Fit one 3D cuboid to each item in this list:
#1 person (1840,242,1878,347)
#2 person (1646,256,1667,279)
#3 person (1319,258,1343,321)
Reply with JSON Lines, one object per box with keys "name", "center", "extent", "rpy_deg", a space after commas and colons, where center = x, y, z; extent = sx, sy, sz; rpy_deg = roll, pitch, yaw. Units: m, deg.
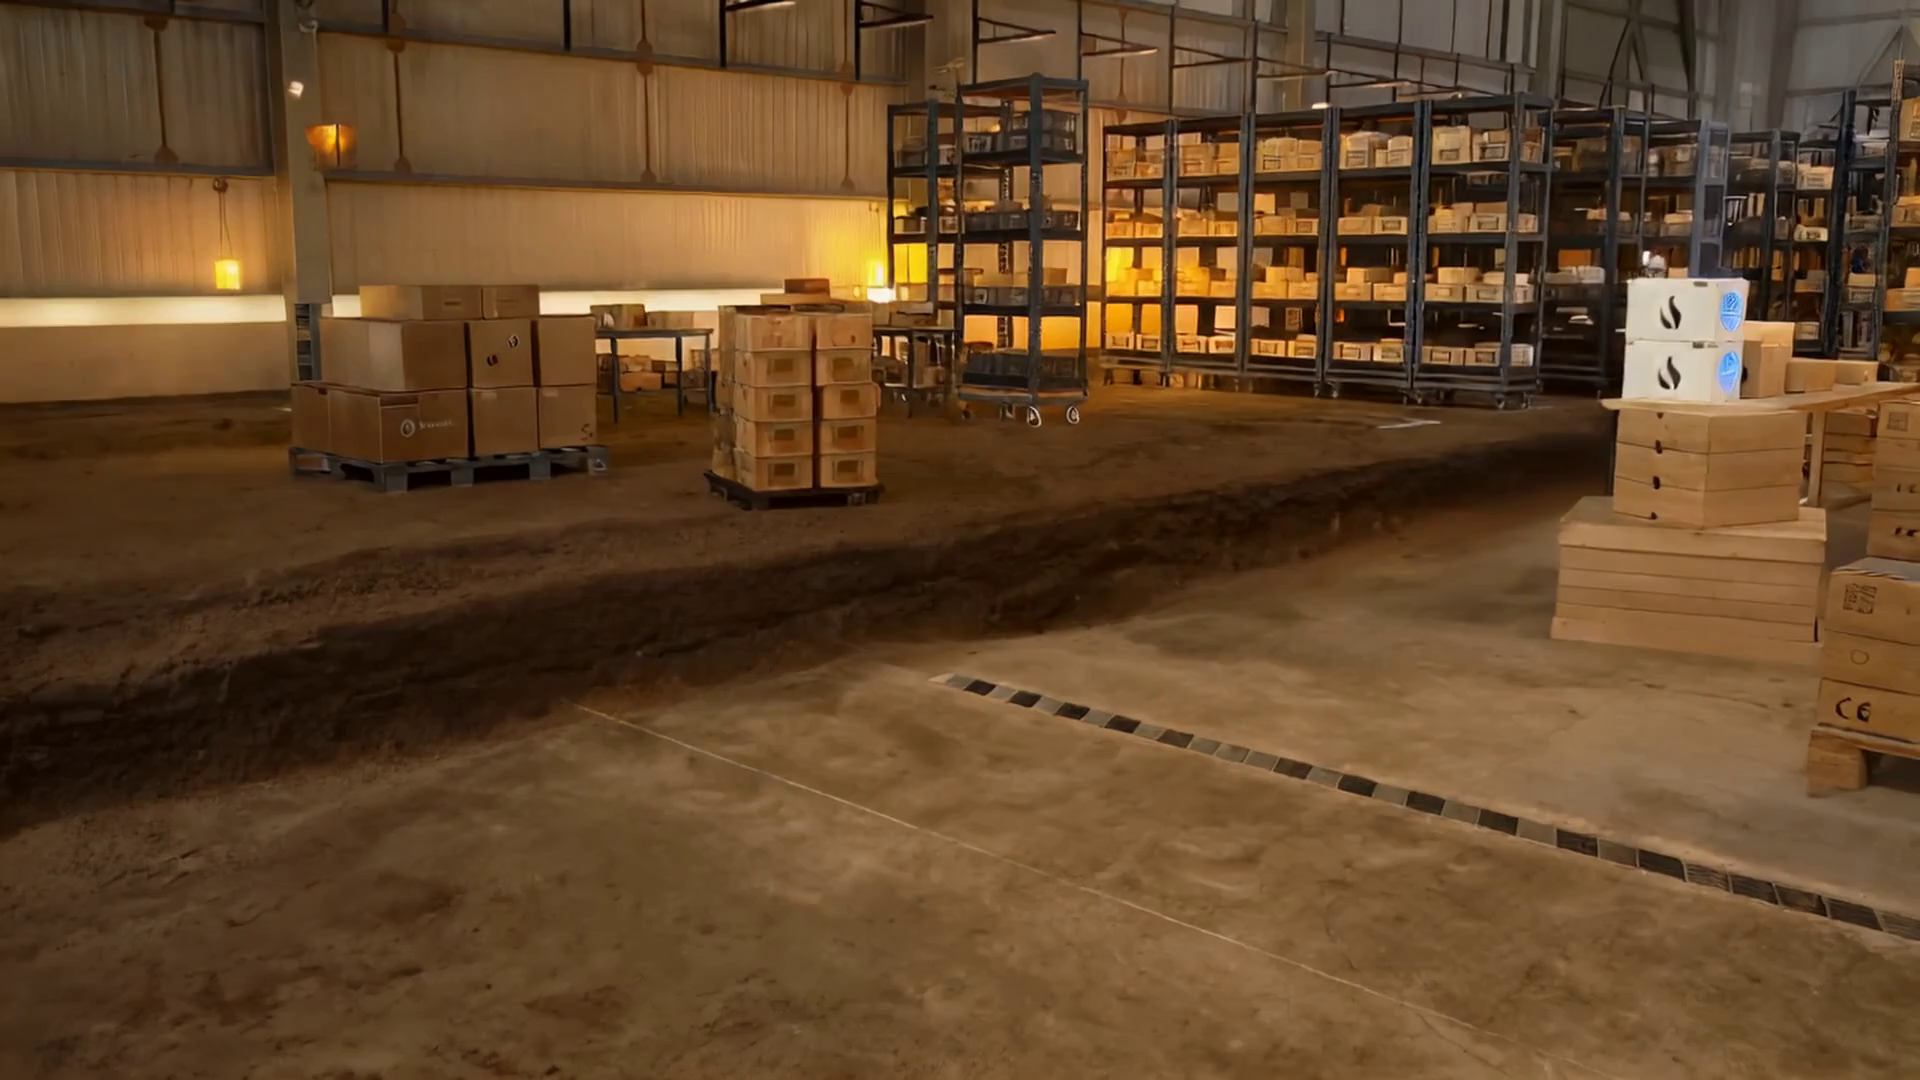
{"name": "person", "center": [11.175, -2.724, 20.649], "extent": [0.392, 1.995, 0.612], "rpy_deg": [-1, 9, -5]}
{"name": "person", "center": [8.515, -2.567, 20.343], "extent": [0.605, 1.775, 0.961], "rpy_deg": [9, 13, 42]}
{"name": "person", "center": [7.016, -4.339, 30.958], "extent": [0.972, 1.789, 0.584], "rpy_deg": [-8, 13, -41]}
